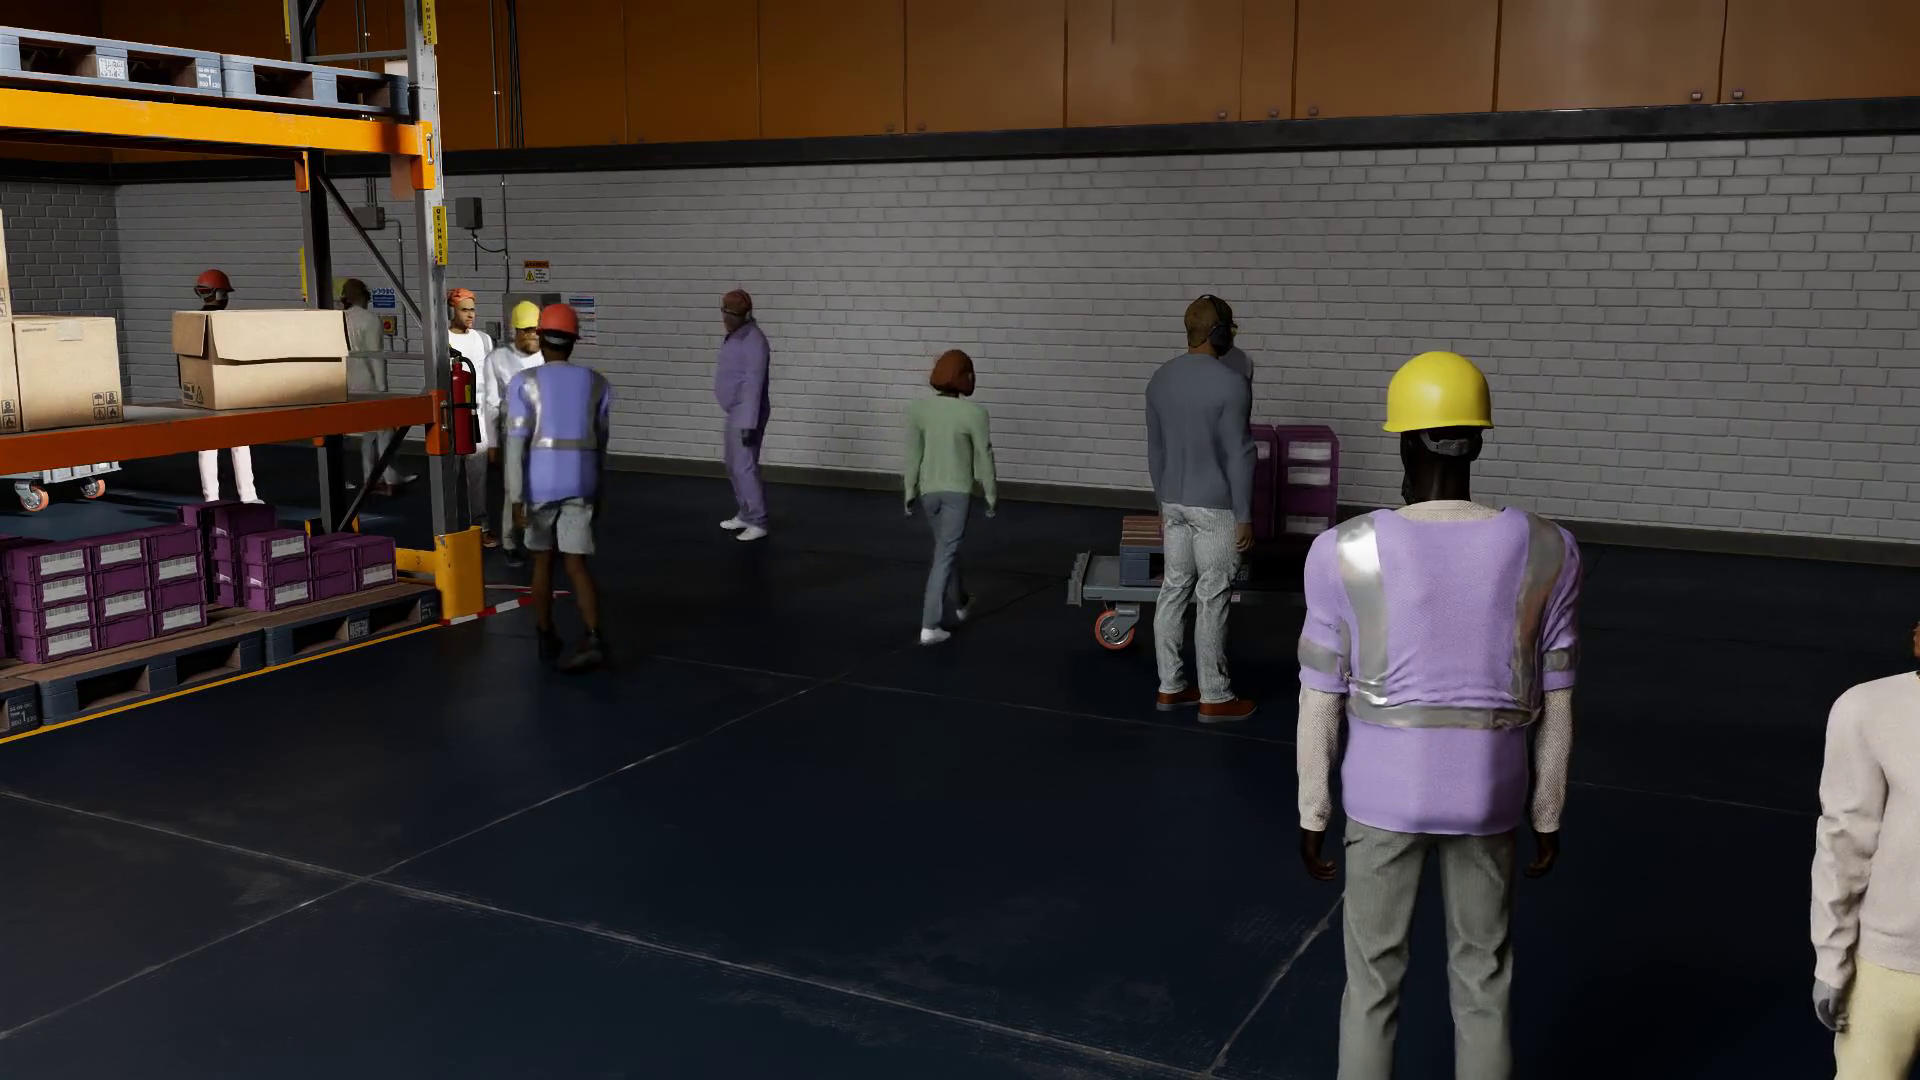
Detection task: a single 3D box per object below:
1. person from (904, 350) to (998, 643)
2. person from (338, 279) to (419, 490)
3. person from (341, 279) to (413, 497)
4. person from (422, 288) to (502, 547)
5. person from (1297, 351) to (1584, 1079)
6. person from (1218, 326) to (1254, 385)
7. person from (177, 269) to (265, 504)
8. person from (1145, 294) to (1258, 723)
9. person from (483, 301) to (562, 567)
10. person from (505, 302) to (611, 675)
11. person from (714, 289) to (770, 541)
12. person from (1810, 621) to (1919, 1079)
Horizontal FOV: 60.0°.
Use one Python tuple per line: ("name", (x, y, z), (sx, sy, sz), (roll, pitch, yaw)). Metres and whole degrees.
("person", (-0.021, -0.258, 9.272), (0.513, 1.583, 0.845), (6, 12, 32))
("person", (-5.344, -1.372, 14.874), (0.847, 1.888, 0.597), (3, 10, 18))
("person", (-5.161, -1.314, 14.537), (0.708, 1.893, 0.435), (8, 13, 40))
("person", (-3.555, -0.854, 11.902), (0.346, 1.878, 0.579), (7, 12, 36))
("person", (1.025, 0.553, 3.643), (0.592, 1.919, 0.398), (1, 10, 5))
("person", (1.610, -0.629, 10.719), (0.592, 1.834, 0.403), (-8, 13, -39))
("person", (-6.050, -1.207, 13.608), (0.613, 1.991, 0.392), (-1, 10, -4))
("person", (1.108, -0.141, 7.586), (0.372, 1.940, 0.632), (-7, 12, -36))
("person", (-2.914, -0.710, 11.291), (0.599, 1.808, 0.461), (-6, 12, -32))
("person", (-2.017, -0.259, 8.464), (0.551, 1.887, 0.820), (-4, 11, -22))
("person", (-1.617, -0.919, 12.305), (0.413, 1.867, 0.749), (-4, 11, -21))
("person", (1.832, 0.798, 3.072), (0.500, 1.629, 0.288), (3, 10, 16))
